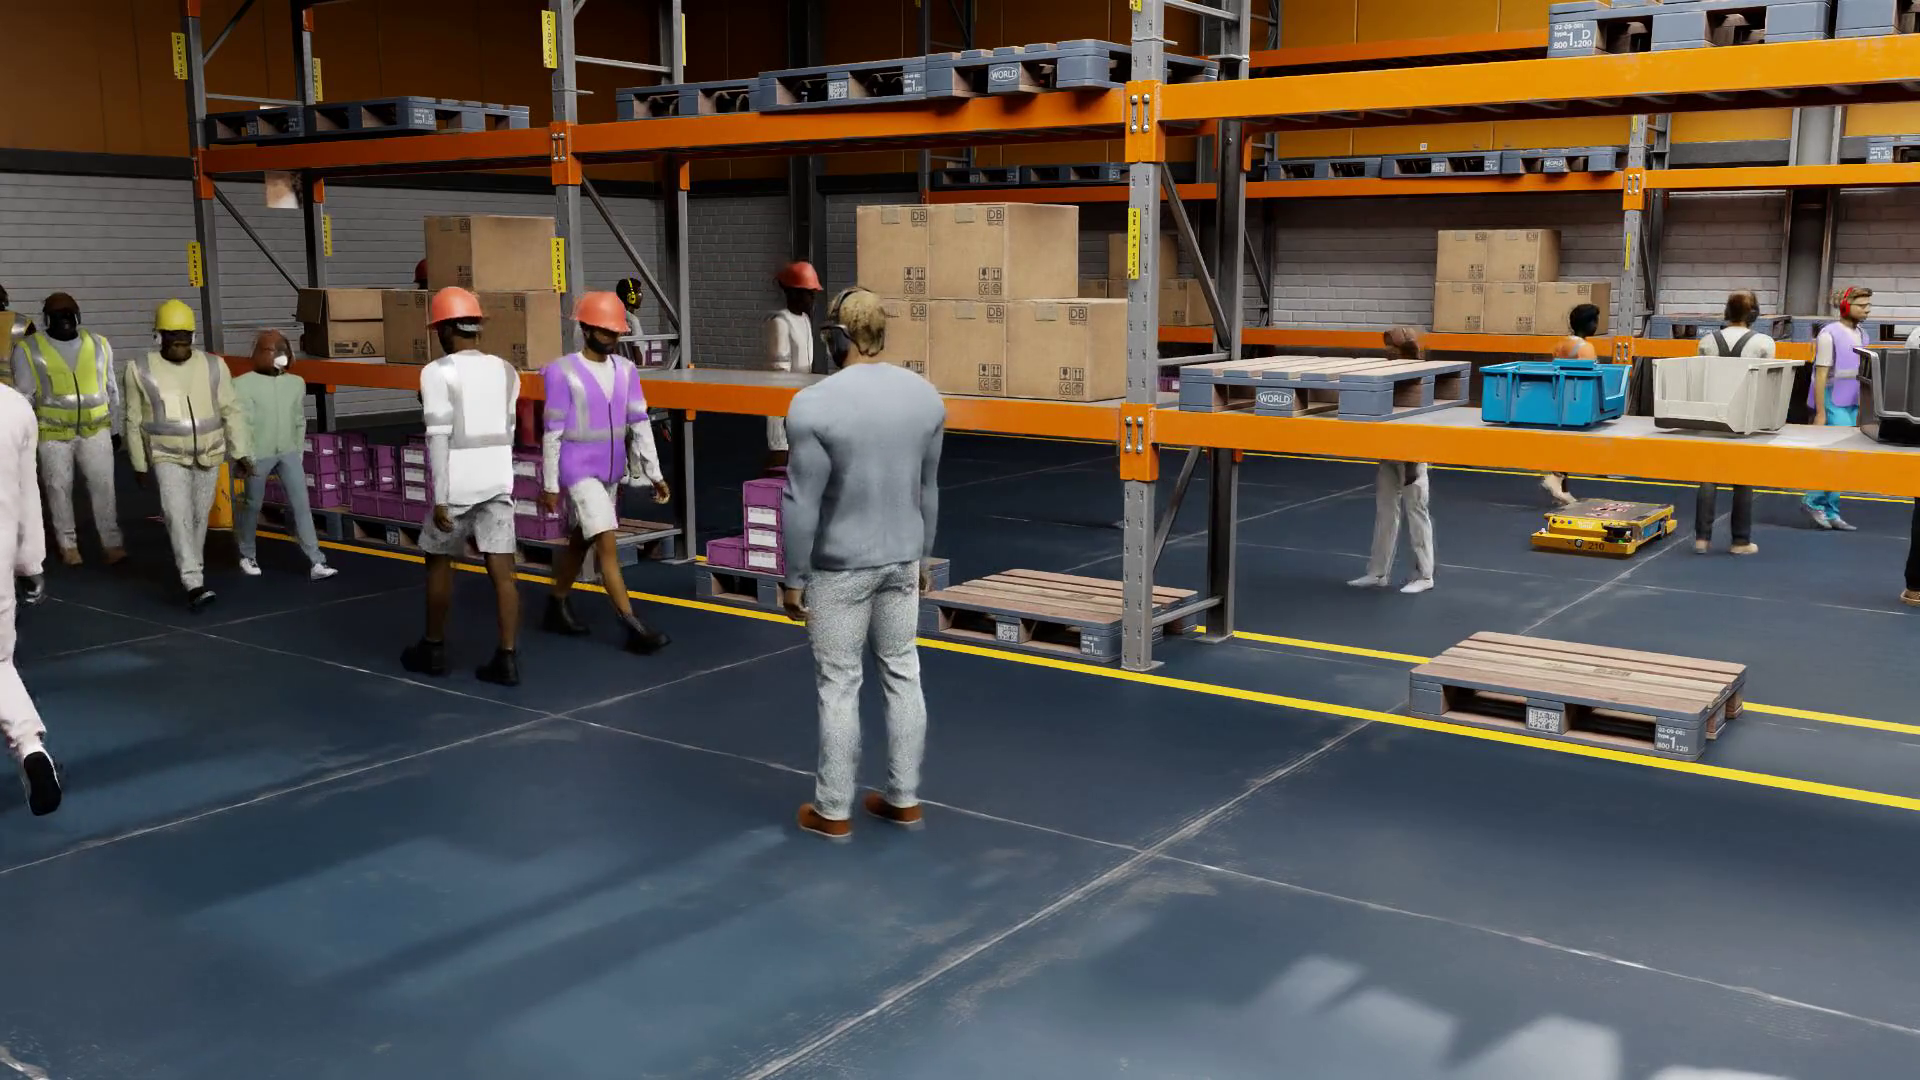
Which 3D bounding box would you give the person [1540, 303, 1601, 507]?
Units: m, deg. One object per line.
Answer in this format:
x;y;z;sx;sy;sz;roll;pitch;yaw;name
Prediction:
4.976;-1.076;13.495;0.404;1.679;0.587;0;10;-2;person

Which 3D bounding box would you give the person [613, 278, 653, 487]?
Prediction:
-2.946;-1.412;14.957;0.328;1.872;0.513;-7;12;-38;person

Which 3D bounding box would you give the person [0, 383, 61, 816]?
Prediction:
-3.497;0.120;5.794;0.611;1.881;0.679;6;11;32;person

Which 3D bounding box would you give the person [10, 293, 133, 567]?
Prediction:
-5.785;-0.695;10.866;0.662;1.802;0.898;-8;13;-41;person

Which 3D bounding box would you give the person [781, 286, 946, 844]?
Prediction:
-0.346;0.094;5.800;0.628;1.938;0.400;-7;12;-35;person

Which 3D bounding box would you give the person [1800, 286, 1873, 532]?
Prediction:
6.570;-0.968;12.403;0.592;1.833;0.449;-7;12;-36;person

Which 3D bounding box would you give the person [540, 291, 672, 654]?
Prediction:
-1.887;-0.355;8.688;1.029;1.874;0.567;7;12;36;person

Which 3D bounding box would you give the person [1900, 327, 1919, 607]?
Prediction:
5.838;-0.613;9.689;0.690;2.000;0.536;5;11;26;person

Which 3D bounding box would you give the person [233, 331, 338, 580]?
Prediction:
-4.360;-0.532;10.562;0.873;1.586;0.512;8;12;39;person

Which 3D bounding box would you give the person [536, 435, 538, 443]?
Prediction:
-3.797;-1.602;15.770;0.585;1.972;0.626;2;10;14;person

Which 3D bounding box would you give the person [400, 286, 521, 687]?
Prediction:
-2.414;-0.263;8.039;0.874;1.891;0.559;8;12;40;person

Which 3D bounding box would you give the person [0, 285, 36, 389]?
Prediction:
-8.494;-1.362;14.770;0.642;1.839;0.448;-3;10;-19;person

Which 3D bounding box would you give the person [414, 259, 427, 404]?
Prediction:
-4.498;-1.393;14.339;0.394;2.040;0.609;2;10;13;person

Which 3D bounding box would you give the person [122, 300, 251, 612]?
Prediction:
-4.465;-0.485;9.666;0.591;1.784;0.916;-8;13;-41;person

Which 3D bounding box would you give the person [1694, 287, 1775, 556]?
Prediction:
5.306;-0.804;11.418;0.512;1.846;0.329;8;13;41;person

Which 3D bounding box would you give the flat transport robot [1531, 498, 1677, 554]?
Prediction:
4.663;-0.116;11.991;0.652;0.197;1.431;7;12;35;flat transport robot

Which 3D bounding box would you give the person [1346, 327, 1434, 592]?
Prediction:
2.691;-0.473;10.172;0.569;1.627;0.542;-3;10;-17;person

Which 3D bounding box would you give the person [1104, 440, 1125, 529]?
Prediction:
1.254;-0.882;12.506;0.391;1.619;0.552;7;12;38;person

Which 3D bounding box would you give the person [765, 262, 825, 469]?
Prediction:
-1.166;-1.001;12.095;0.764;2.006;0.634;3;10;16;person

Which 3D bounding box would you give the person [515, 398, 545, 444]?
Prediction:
-3.639;-1.222;14.133;0.570;1.750;0.440;-5;11;-28;person
